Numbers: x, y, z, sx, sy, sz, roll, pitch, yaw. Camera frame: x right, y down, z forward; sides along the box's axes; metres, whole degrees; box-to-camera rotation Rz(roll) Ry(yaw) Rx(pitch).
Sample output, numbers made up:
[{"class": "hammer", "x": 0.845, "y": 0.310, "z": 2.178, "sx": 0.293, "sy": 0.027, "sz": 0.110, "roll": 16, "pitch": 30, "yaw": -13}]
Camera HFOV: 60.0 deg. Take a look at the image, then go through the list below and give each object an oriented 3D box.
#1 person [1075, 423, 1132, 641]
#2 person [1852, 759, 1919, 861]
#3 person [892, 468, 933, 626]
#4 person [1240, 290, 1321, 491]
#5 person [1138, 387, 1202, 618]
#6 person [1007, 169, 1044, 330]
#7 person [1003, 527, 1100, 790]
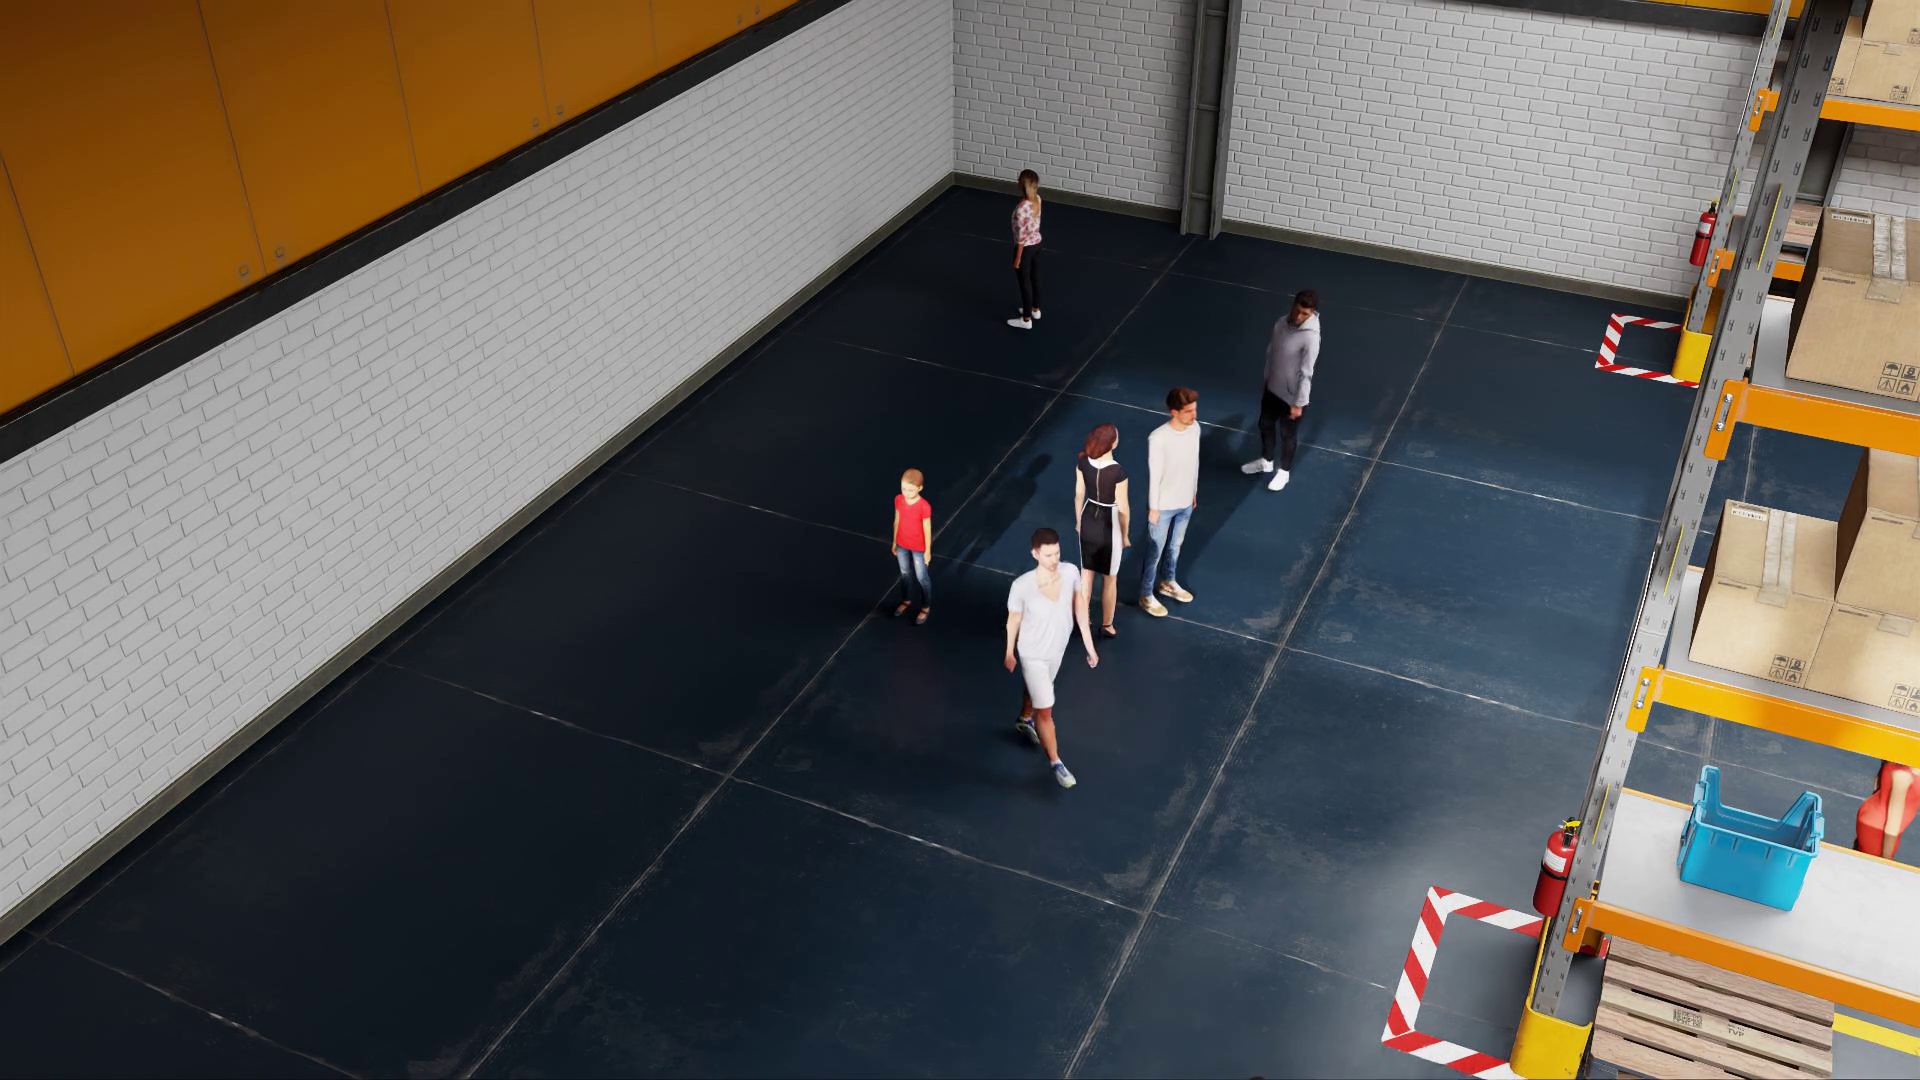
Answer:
[{"class": "person", "x": 1.025, "y": -0.048, "z": 12.112, "sx": 0.492, "sy": 1.795, "sz": 0.678, "roll": 22, "pitch": 40, "yaw": 30}, {"class": "person", "x": 5.306, "y": 1.664, "z": 9.605, "sx": 0.540, "sy": 1.719, "sz": 0.594, "roll": 12, "pitch": 35, "yaw": 17}, {"class": "person", "x": -0.343, "y": 0.023, "z": 12.445, "sx": 0.442, "sy": 1.308, "sz": 0.556, "roll": 19, "pitch": 38, "yaw": 26}, {"class": "person", "x": 2.740, "y": -1.267, "z": 13.850, "sx": 0.916, "sy": 1.901, "sz": 0.764, "roll": -12, "pitch": 36, "yaw": -18}, {"class": "person", "x": 1.556, "y": -0.309, "z": 12.411, "sx": 0.732, "sy": 1.901, "sz": 0.737, "roll": -23, "pitch": 40, "yaw": -30}, {"class": "person", "x": 0.683, "y": -2.905, "z": 16.557, "sx": 0.530, "sy": 1.633, "sz": 0.583, "roll": 17, "pitch": 37, "yaw": 24}, {"class": "person", "x": 0.501, "y": 0.657, "z": 11.031, "sx": 1.044, "sy": 1.818, "sz": 1.197, "roll": -21, "pitch": 39, "yaw": -28}]
